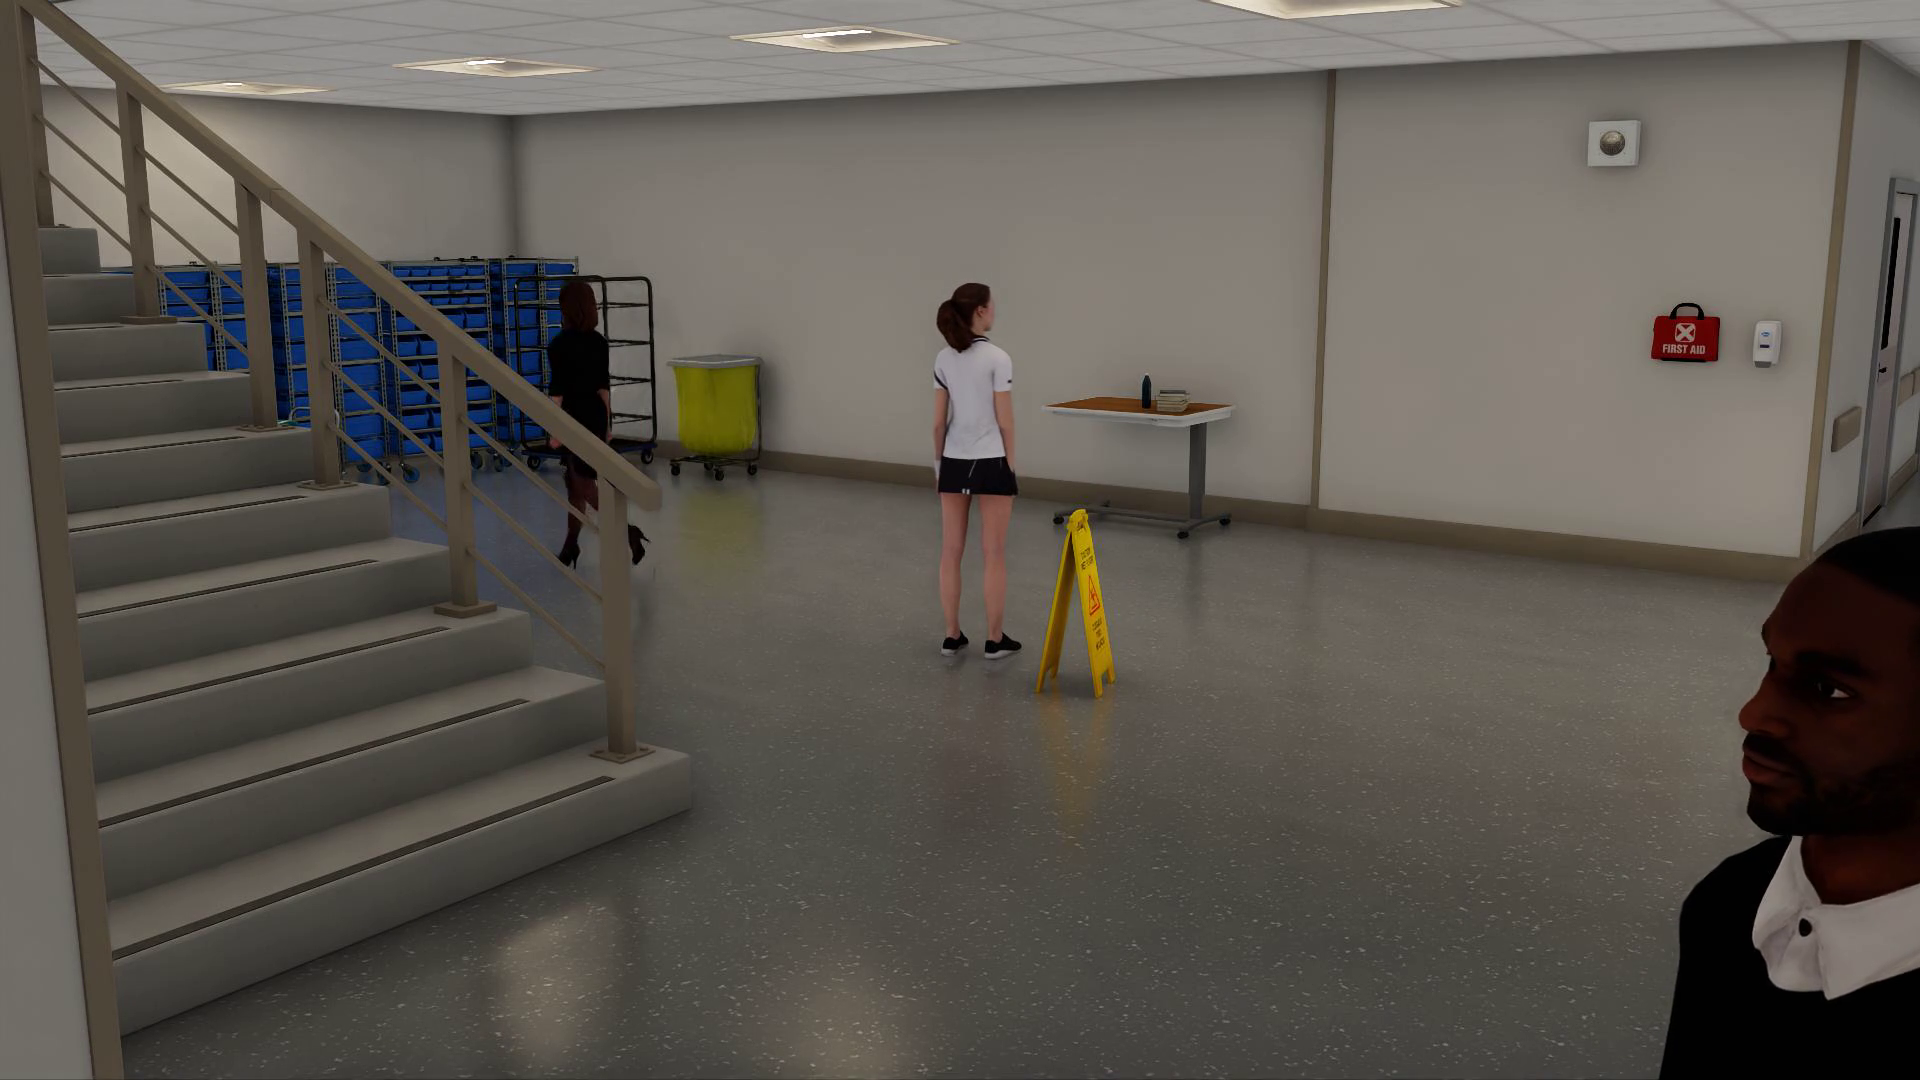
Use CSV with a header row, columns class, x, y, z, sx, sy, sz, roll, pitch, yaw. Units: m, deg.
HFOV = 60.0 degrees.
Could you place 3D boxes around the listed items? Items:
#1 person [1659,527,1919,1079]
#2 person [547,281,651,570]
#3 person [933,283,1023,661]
class,x,y,z,sx,sy,sz,roll,pitch,yaw
person,0.699,0.870,1.361,0.761,1.810,0.707,-2,11,-8
person,-2.102,-0.610,9.510,1.024,1.679,0.620,7,13,31
person,0.066,-0.319,7.791,0.515,1.749,0.657,5,12,23
